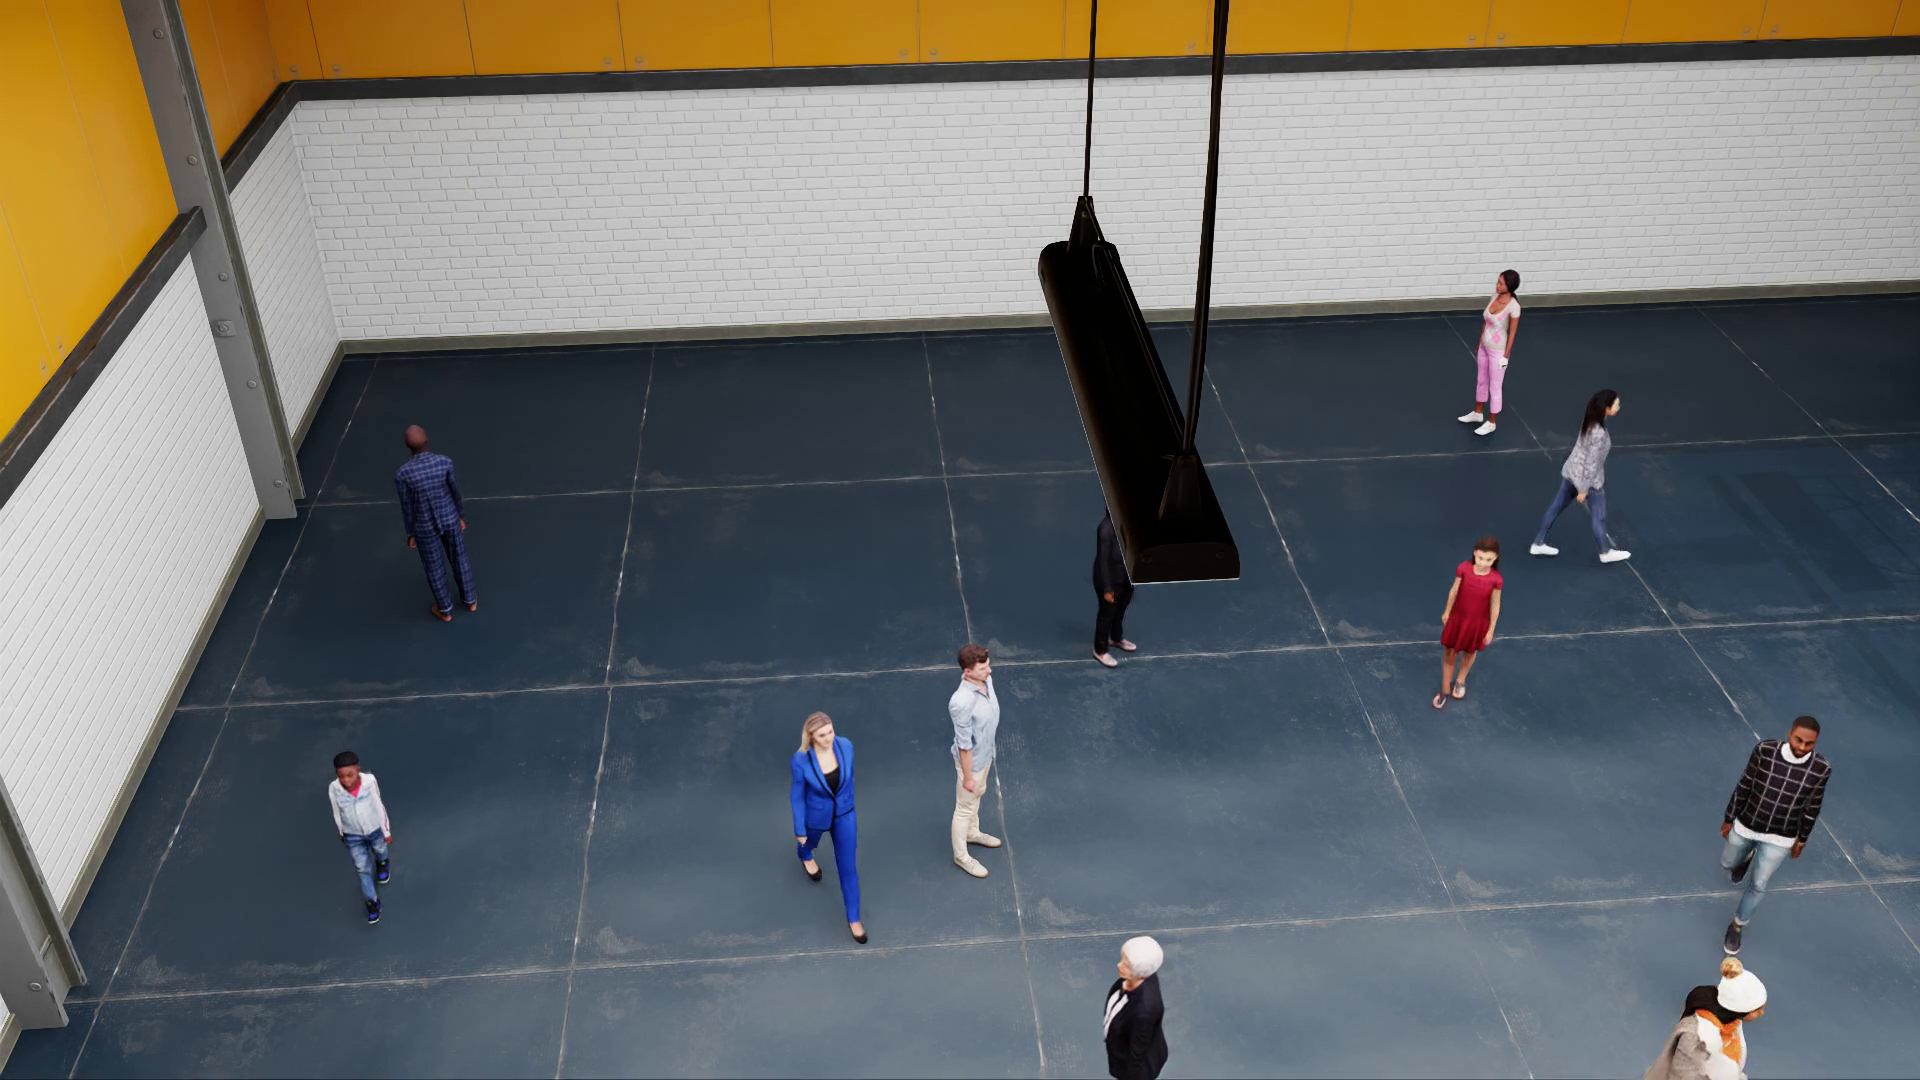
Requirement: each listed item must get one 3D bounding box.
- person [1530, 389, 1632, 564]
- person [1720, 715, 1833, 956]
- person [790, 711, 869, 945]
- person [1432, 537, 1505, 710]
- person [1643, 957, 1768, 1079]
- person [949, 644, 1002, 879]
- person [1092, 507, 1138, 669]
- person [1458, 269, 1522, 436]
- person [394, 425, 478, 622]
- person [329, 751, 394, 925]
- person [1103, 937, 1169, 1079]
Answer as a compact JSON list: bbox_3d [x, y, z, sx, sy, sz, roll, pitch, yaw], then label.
[{"bbox_3d":[5.351,-0.548,14.540,0.786,1.696,1.033,1,34,1],"label":"person"},{"bbox_3d":[5.280,1.823,10.878,1.041,1.802,1.152,19,38,26],"label":"person"},{"bbox_3d":[-0.939,1.791,11.059,0.926,1.654,1.247,-16,37,-23],"label":"person"},{"bbox_3d":[4.004,0.569,13.007,0.737,1.534,0.823,14,36,20],"label":"person"},{"bbox_3d":[3.890,2.935,9.164,1.213,1.847,1.216,18,37,25],"label":"person"},{"bbox_3d":[0.091,1.464,11.377,0.789,1.848,0.646,12,35,17],"label":"person"},{"bbox_3d":[1.240,0.270,13.383,0.830,1.616,0.763,23,40,30],"label":"person"},{"bbox_3d":[5.305,-1.876,16.497,0.698,1.743,0.534,-12,35,-17],"label":"person"},{"bbox_3d":[-4.357,-0.150,13.832,0.754,1.818,0.761,-22,39,-29],"label":"person"},{"bbox_3d":[-4.034,1.903,11.278,0.607,1.226,0.897,-10,35,-14],"label":"person"},{"bbox_3d":[0.908,2.818,9.126,0.723,1.768,0.652,1,34,1],"label":"person"}]
